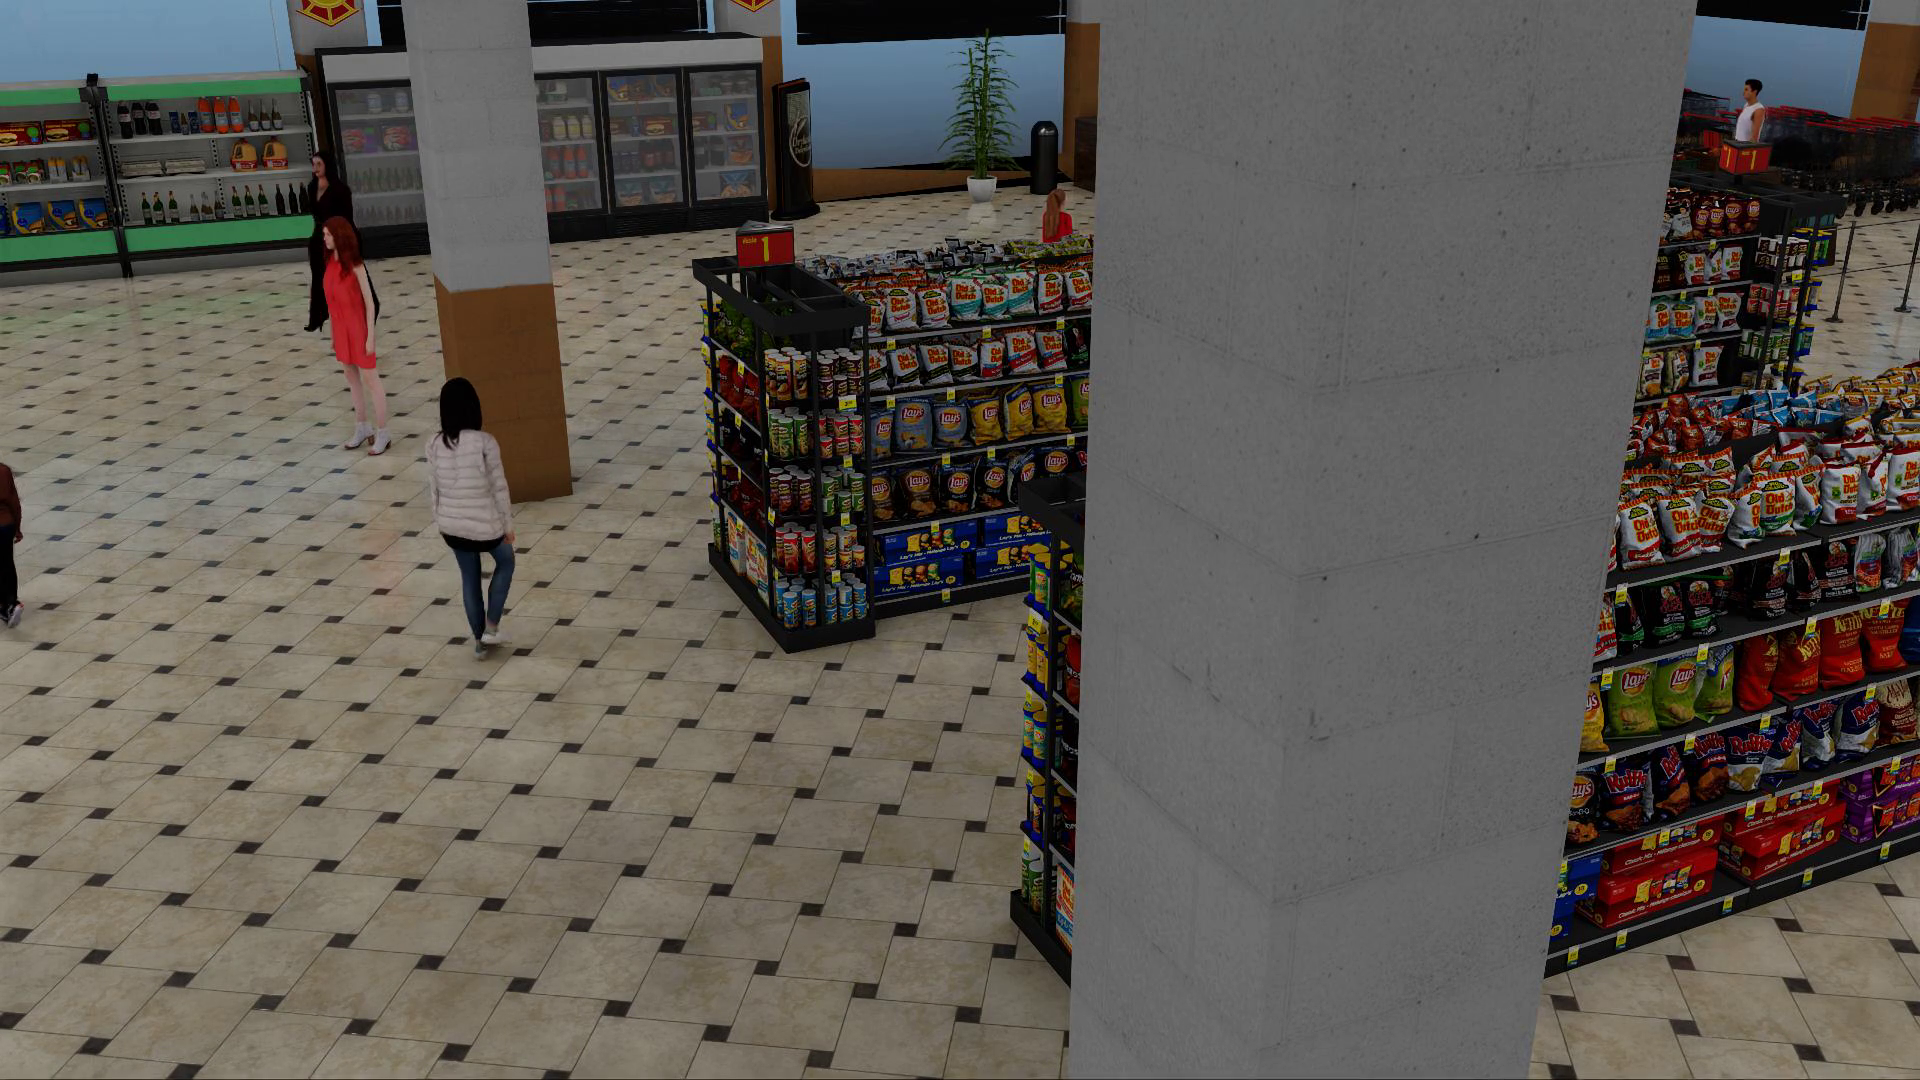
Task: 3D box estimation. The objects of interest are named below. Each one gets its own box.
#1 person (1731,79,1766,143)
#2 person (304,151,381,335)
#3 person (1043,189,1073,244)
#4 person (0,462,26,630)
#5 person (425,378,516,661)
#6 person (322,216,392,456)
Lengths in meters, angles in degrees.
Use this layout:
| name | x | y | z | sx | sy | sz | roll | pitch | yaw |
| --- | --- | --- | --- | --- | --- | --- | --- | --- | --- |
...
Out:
| name | x | y | z | sx | sy | sz | roll | pitch | yaw |
| --- | --- | --- | --- | --- | --- | --- | --- | --- | --- |
| person | 10.070 | -4.930 | 21.124 | 0.963 | 1.767 | 0.875 | 4 | 22 | 10 |
| person | -5.933 | -2.853 | 16.041 | 1.116 | 1.701 | 1.185 | 8 | 23 | 20 |
| person | 0.956 | -2.871 | 16.650 | 0.568 | 1.282 | 0.614 | 12 | 25 | 28 |
| person | -5.619 | -0.051 | 9.679 | 0.753 | 1.245 | 0.744 | 16 | 27 | 35 |
| person | -2.724 | -0.076 | 9.229 | 0.708 | 1.629 | 0.811 | 3 | 22 | 8 |
| person | -4.598 | -1.554 | 12.642 | 0.683 | 1.826 | 0.688 | 14 | 26 | 31 |
